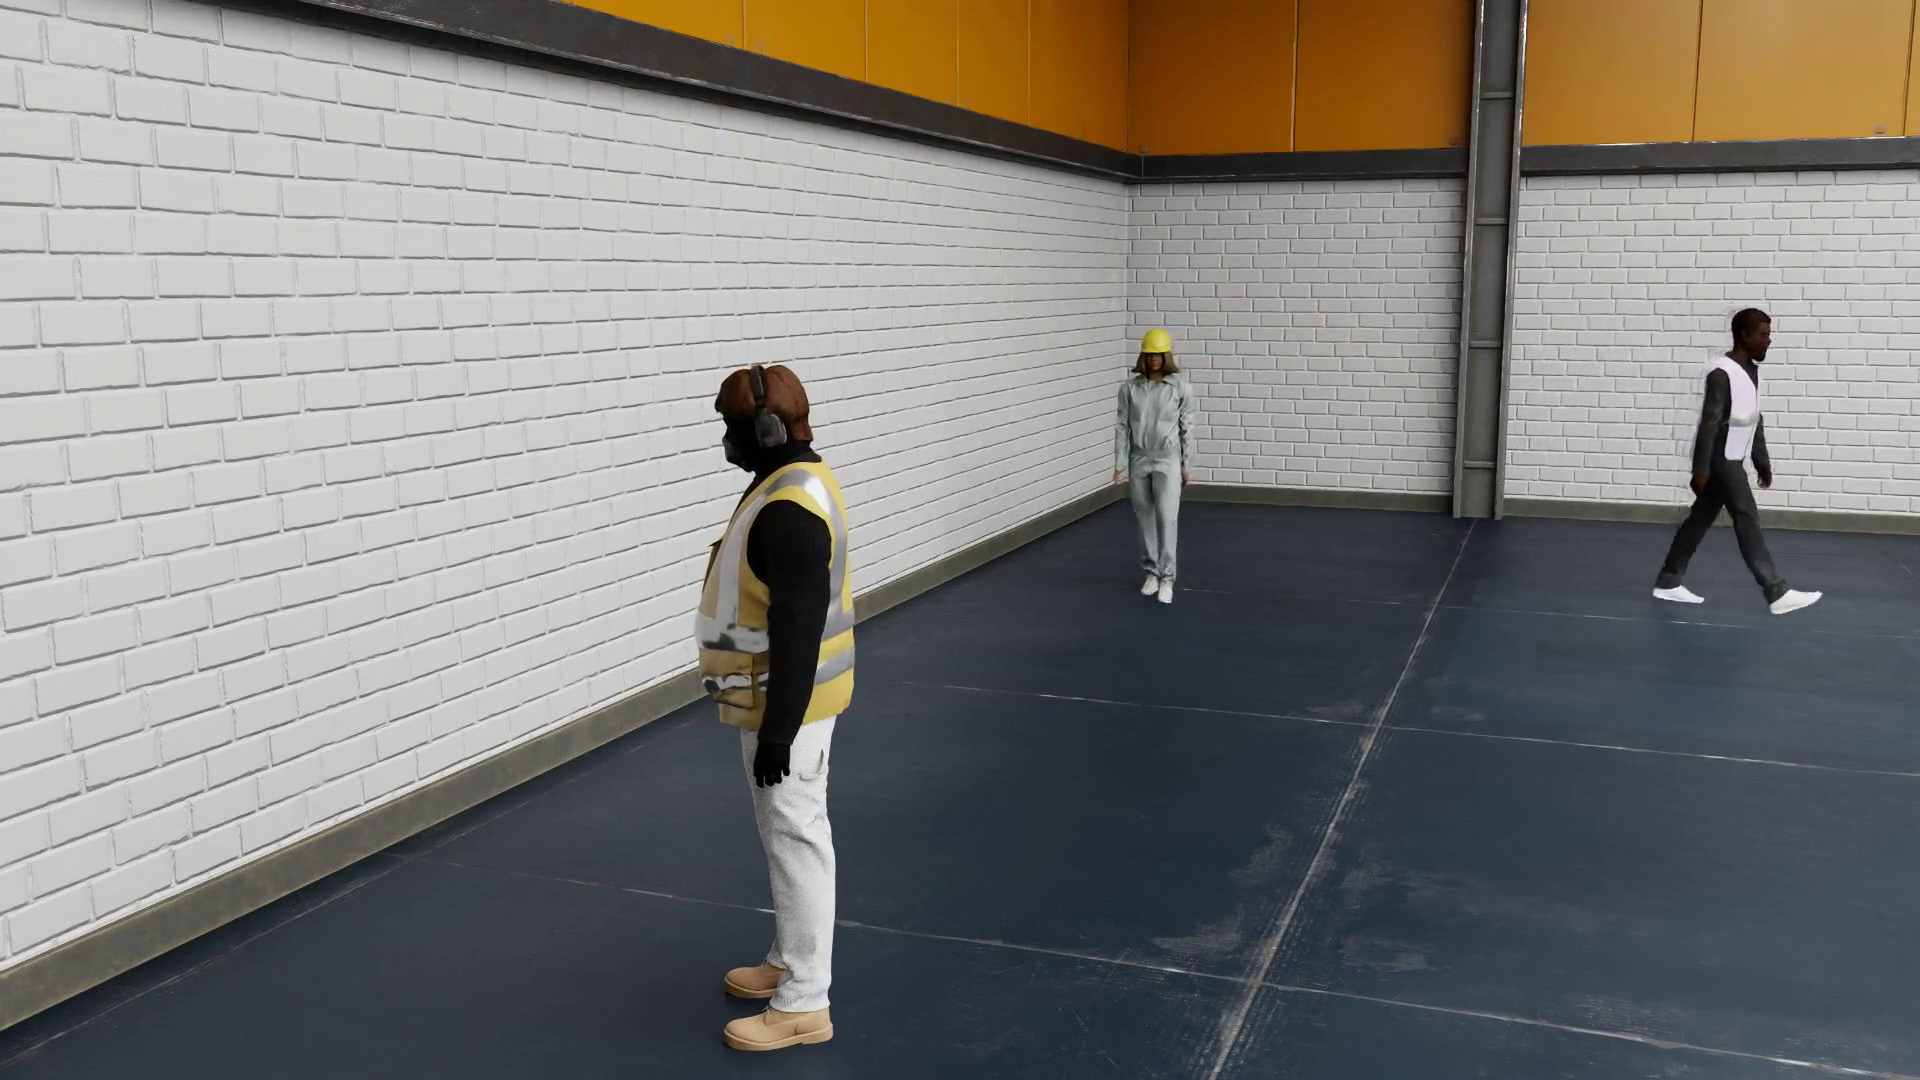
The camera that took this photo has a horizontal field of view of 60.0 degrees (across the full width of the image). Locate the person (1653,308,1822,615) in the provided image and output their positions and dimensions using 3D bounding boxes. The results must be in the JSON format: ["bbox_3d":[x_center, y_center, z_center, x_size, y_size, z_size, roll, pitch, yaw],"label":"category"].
[{"bbox_3d":[4.819,-0.484,10.254,1.033,1.860,0.612,7,12,39],"label":"person"}]

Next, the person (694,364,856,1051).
[{"bbox_3d":[-0.497,0.446,4.505,0.429,1.838,0.622,-1,9,-5],"label":"person"}]

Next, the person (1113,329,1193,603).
[{"bbox_3d":[1.212,-0.467,10.566,0.484,1.721,0.712,3,10,20],"label":"person"}]
